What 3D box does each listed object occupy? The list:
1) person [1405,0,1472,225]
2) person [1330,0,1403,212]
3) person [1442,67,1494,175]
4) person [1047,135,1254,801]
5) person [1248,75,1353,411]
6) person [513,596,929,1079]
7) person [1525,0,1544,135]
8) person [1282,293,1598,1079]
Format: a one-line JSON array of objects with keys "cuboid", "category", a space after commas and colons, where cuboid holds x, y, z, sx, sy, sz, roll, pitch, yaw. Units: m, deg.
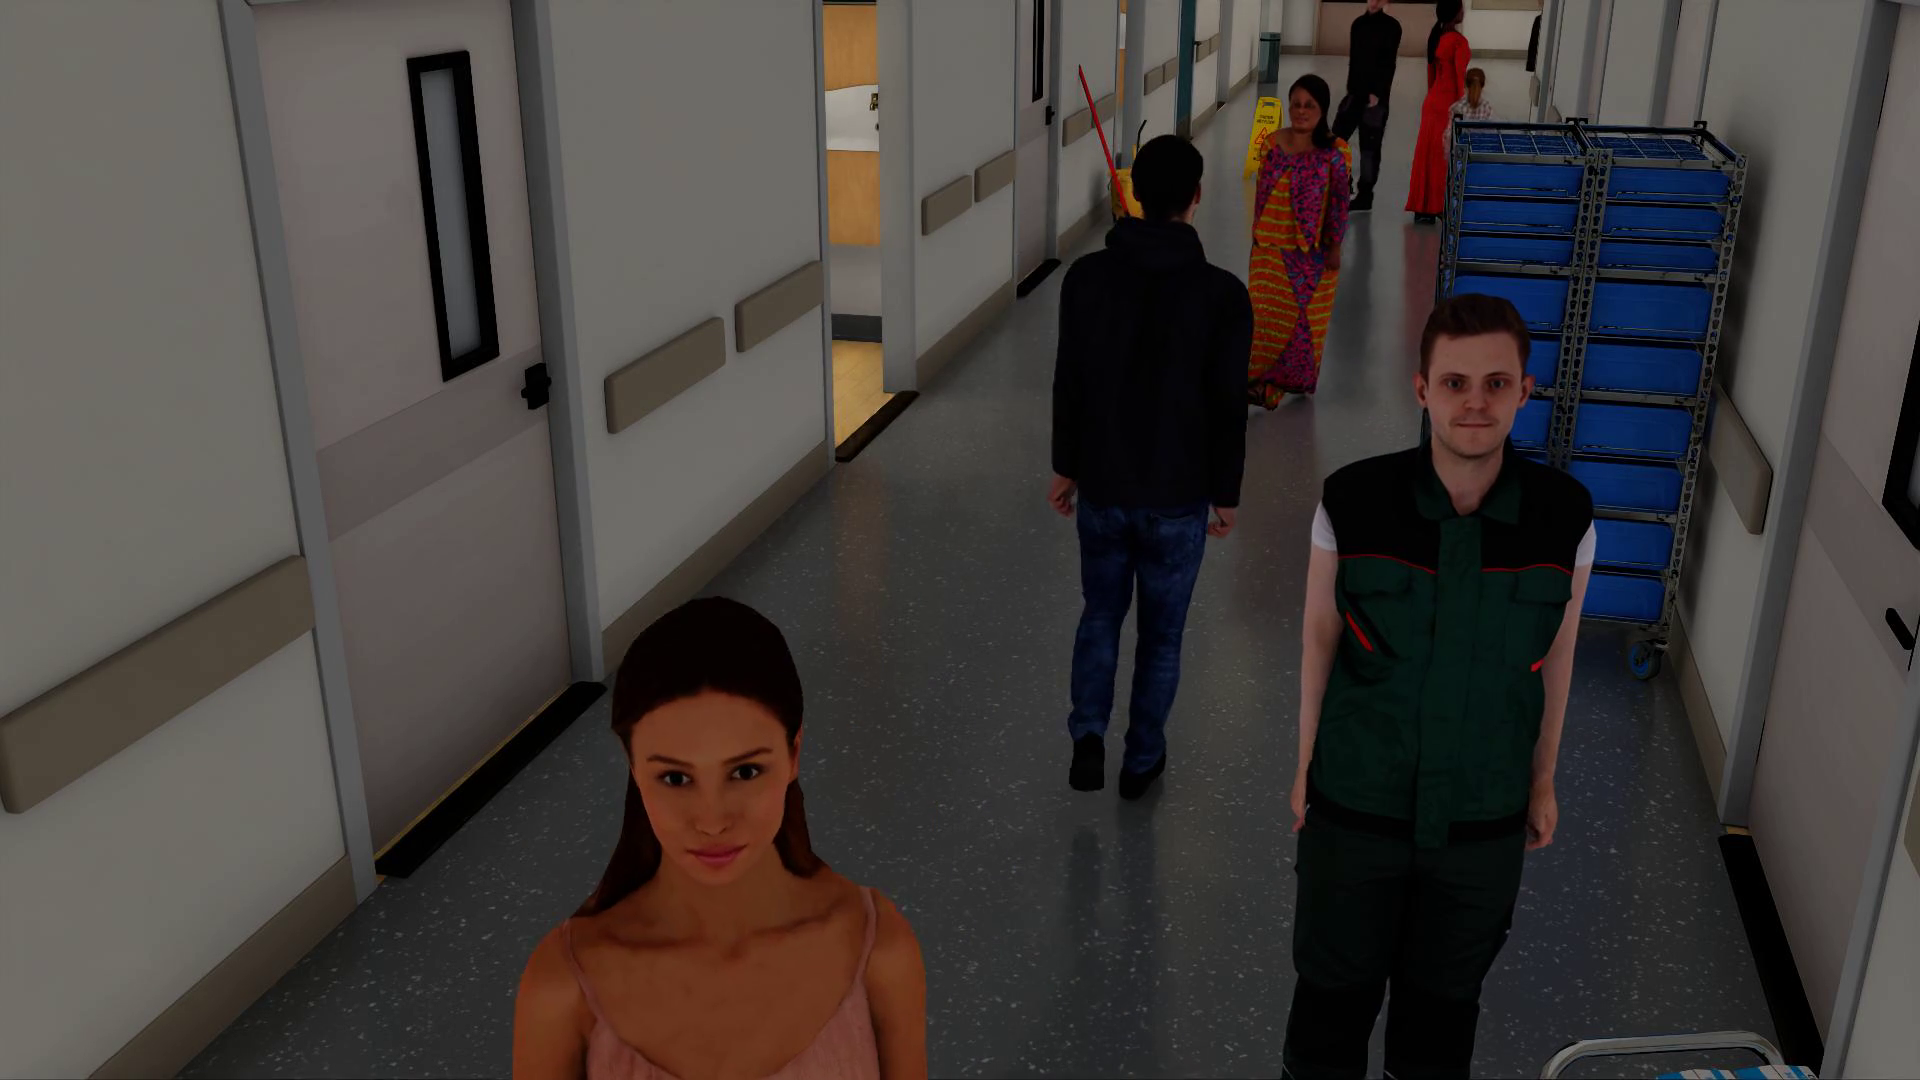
[{"cuboid": [3.904, -3.486, 13.502, 0.782, 1.784, 0.701, -8, 22, -20], "category": "person"}, {"cuboid": [3.462, -3.696, 13.914, 0.886, 1.885, 0.859, -14, 25, -32], "category": "person"}, {"cuboid": [3.922, -2.959, 12.803, 0.675, 1.293, 0.876, 0, 21, -1], "category": "person"}, {"cuboid": [0.465, -0.111, 4.455, 0.731, 1.880, 0.847, 7, 22, 19], "category": "person"}, {"cuboid": [1.747, -1.546, 8.514, 0.795, 1.674, 1.080, 10, 23, 25], "category": "person"}, {"cuboid": [-0.243, 0.903, 1.899, 0.898, 1.793, 1.204, -2, 21, -6], "category": "person"}, {"cuboid": [6.653, -5.467, 18.940, 0.685, 1.635, 0.526, 5, 21, 12], "category": "person"}, {"cuboid": [0.834, 0.452, 3.022, 0.665, 1.842, 0.617, 3, 21, 7], "category": "person"}]
